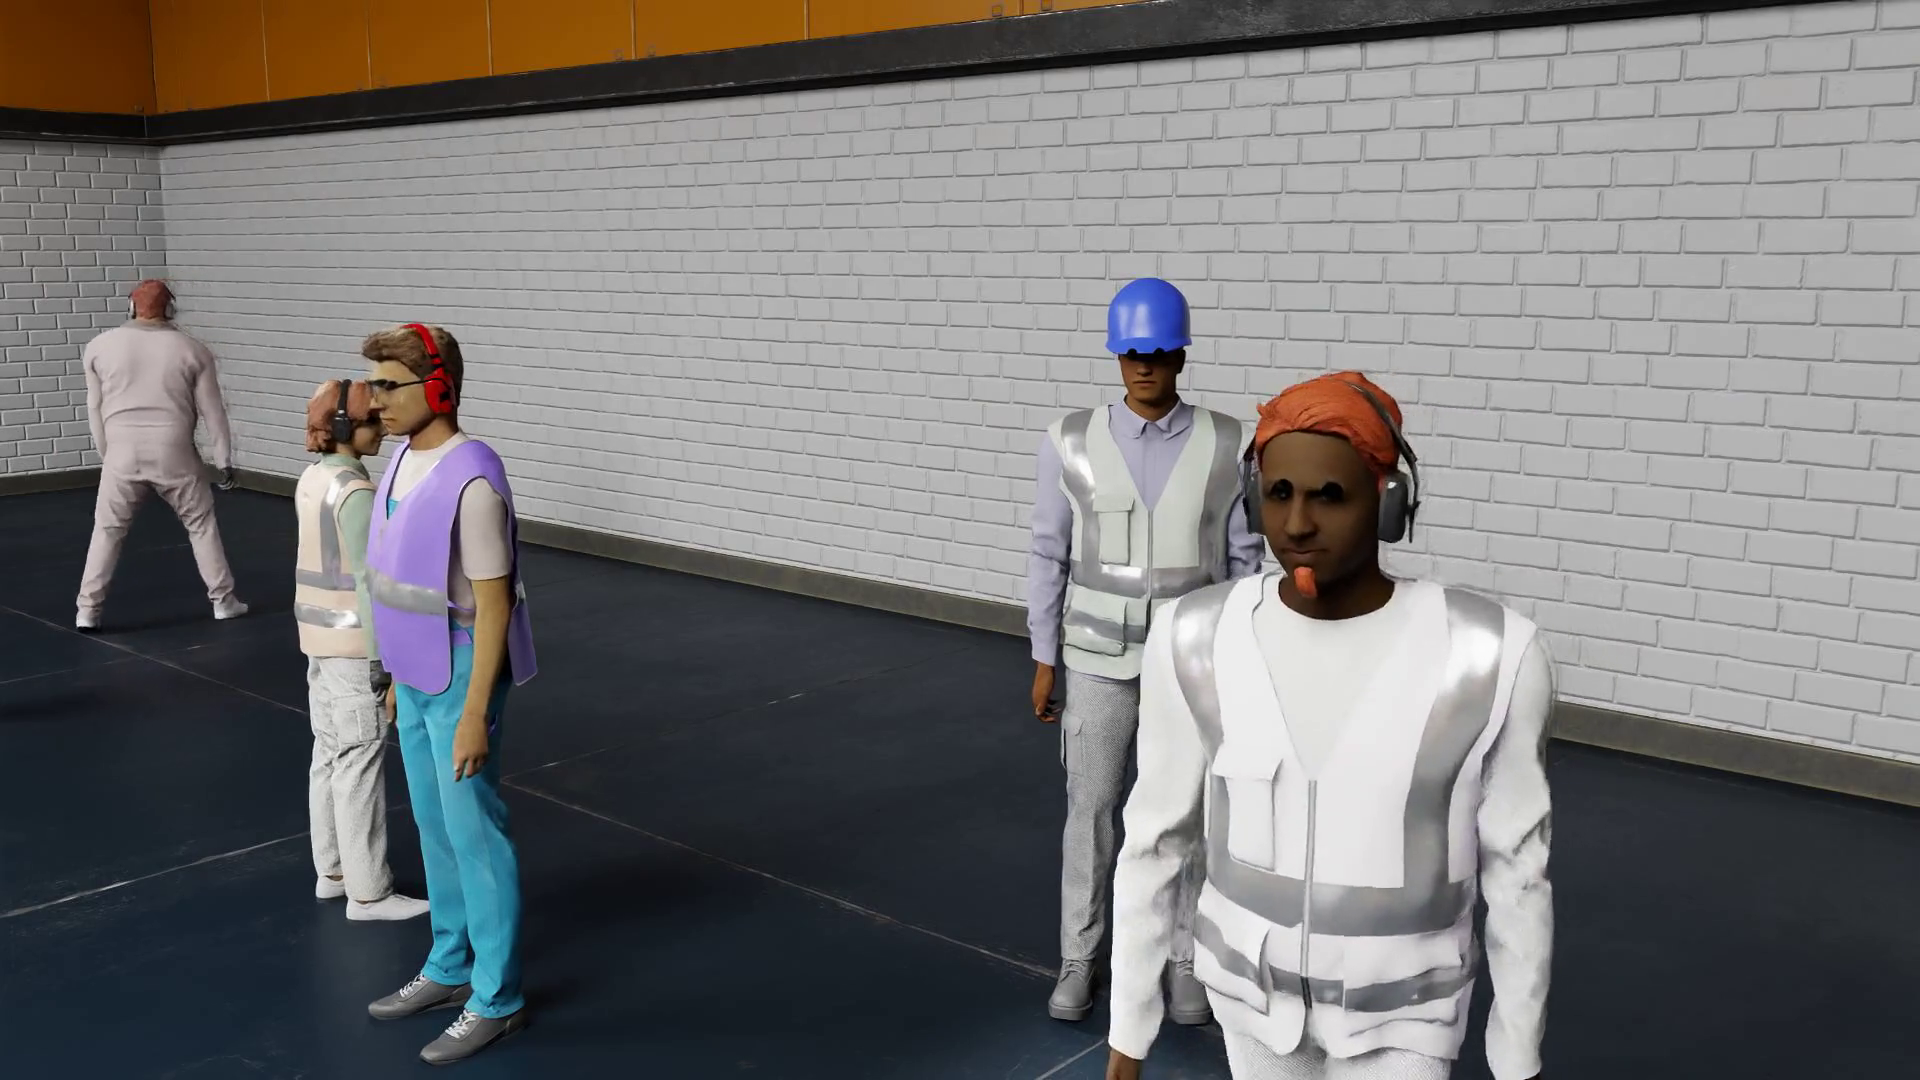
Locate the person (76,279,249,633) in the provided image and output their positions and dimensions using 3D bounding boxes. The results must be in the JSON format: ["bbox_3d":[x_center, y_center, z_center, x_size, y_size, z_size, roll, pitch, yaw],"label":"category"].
[{"bbox_3d":[-4.292,-0.444,8.871,0.819,1.859,0.544,-3,10,-18],"label":"person"}]

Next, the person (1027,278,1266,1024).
[{"bbox_3d":[0.479,0.302,4.323,0.616,1.945,0.399,1,10,5],"label":"person"}]

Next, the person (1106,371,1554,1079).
[{"bbox_3d":[0.469,0.705,2.302,0.601,1.846,0.877,5,11,28],"label":"person"}]

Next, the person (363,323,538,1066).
[{"bbox_3d":[-1.288,0.377,4.205,0.390,1.841,0.566,-8,13,-38],"label":"person"}]

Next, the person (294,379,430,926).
[{"bbox_3d":[-1.833,0.335,5.026,0.314,1.636,0.517,-8,12,-37],"label":"person"}]
